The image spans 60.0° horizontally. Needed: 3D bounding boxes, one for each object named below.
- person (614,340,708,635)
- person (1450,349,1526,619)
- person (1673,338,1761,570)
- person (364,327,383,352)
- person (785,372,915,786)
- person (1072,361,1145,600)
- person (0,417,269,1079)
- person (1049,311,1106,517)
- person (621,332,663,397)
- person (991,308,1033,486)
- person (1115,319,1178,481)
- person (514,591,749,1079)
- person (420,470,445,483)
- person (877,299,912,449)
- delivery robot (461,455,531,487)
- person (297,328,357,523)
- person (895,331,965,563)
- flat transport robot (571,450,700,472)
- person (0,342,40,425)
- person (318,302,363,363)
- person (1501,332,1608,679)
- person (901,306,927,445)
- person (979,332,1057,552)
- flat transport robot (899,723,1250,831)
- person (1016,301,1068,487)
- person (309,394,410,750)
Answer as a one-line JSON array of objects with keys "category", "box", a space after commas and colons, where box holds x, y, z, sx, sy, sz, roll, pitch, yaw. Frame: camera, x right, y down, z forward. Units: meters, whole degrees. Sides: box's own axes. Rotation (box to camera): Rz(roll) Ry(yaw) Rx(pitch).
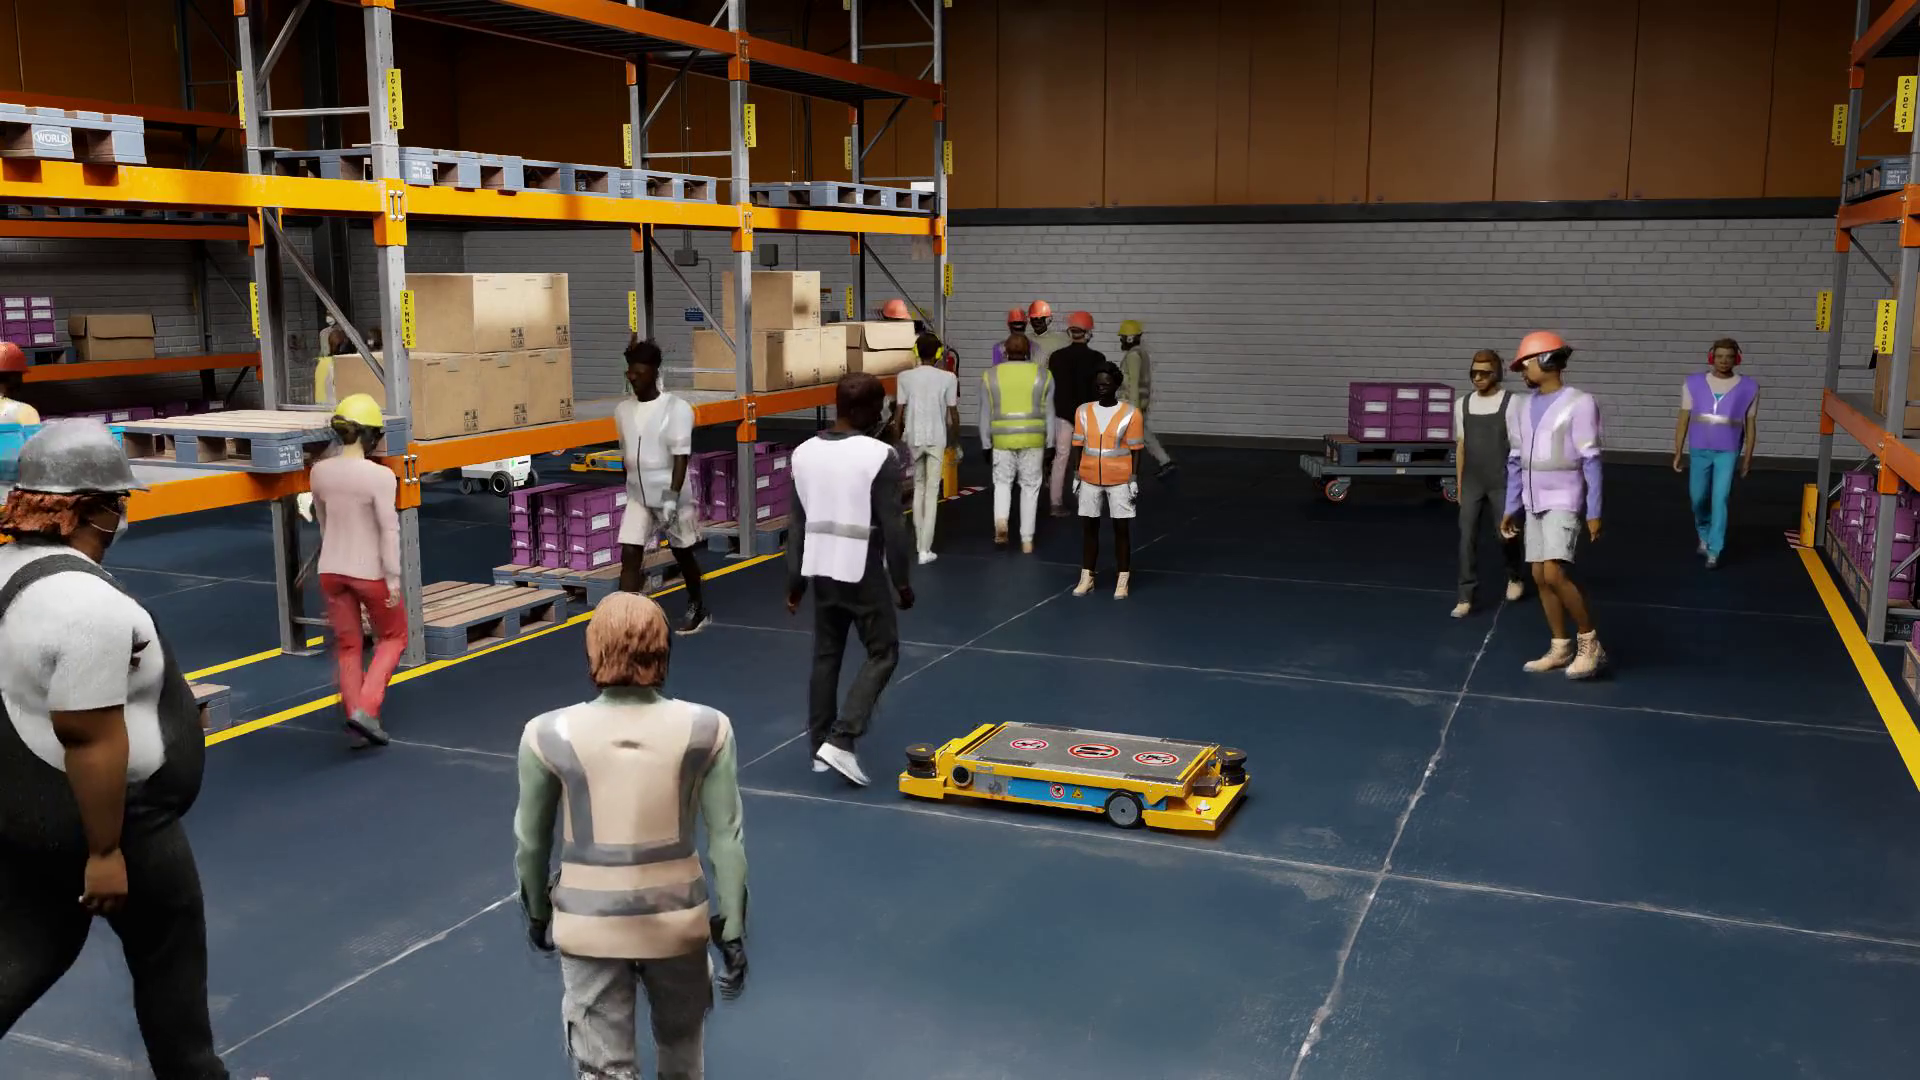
[{"category": "person", "box": [-1.911, -0.285, 10.384, 0.603, 1.914, 1.029, 4, 10, 22]}, {"category": "person", "box": [3.646, -0.400, 11.367, 0.550, 1.818, 0.850, 7, 12, 37]}, {"category": "person", "box": [6.032, -0.713, 13.261, 0.572, 1.814, 0.865, 6, 11, 33]}, {"category": "person", "box": [-7.184, -1.841, 20.643, 0.517, 1.621, 0.560, 4, 10, 25]}, {"category": "person", "box": [-0.550, 0.179, 7.599, 0.633, 1.893, 0.496, 6, 11, 34]}, {"category": "person", "box": [1.042, -0.424, 11.851, 0.535, 1.697, 0.318, 4, 10, 22]}, {"category": "person", "box": [-2.348, 0.659, 4.247, 0.681, 2.000, 0.945, 7, 12, 36]}, {"category": "person", "box": [1.105, -1.190, 15.769, 0.631, 1.945, 1.010, 5, 10, 26]}, {"category": "person", "box": [-3.957, -1.819, 20.591, 0.513, 1.610, 0.635, -5, 11, -29]}, {"category": "person", "box": [0.612, -1.534, 17.910, 0.570, 1.913, 0.446, 0, 9, 2]}, {"category": "person", "box": [1.967, -1.519, 18.221, 0.859, 1.797, 0.617, 3, 10, 19]}, {"category": "person", "box": [-0.780, 0.924, 3.945, 0.519, 1.613, 0.637, -3, 10, -17]}, {"category": "person", "box": [-5.935, -1.492, 17.876, 0.603, 1.839, 0.943, 8, 12, 38]}, {"category": "person", "box": [-0.798, -1.627, 18.196, 0.601, 2.013, 0.647, -1, 9, -7]}, {"category": "delivery robot", "box": [-4.817, -0.790, 17.236, 0.707, 0.478, 0.477, 4, 10, 22]}, {"category": "person", "box": [-5.625, -0.983, 14.894, 0.643, 1.825, 0.626, -8, 12, -39]}, {"category": "person", "box": [-0.232, -0.762, 13.473, 0.506, 1.842, 0.793, 3, 10, 16]}, {"category": "flat transport robot", "box": [-3.658, -0.890, 18.983, 1.431, 0.197, 0.652, 4, 10, 22]}, {"category": "person", "box": [-5.643, -0.206, 9.861, 0.562, 1.924, 0.487, 4, 10, 21]}, {"category": "person", "box": [-7.422, -1.878, 19.934, 0.630, 1.940, 0.372, 4, 10, 22]}, {"category": "person", "box": [3.428, -0.194, 9.597, 0.414, 1.988, 0.727, -3, 10, -20]}, {"category": "person", "box": [-0.546, -1.849, 19.939, 0.992, 1.879, 0.607, 4, 10, 25]}, {"category": "person", "box": [0.483, -0.799, 13.750, 0.632, 1.830, 0.434, 1, 9, 6]}, {"category": "flat transport robot", "box": [0.512, 1.023, 7.392, 1.431, 0.197, 0.652, 4, 10, 22]}, {"category": "person", "box": [0.852, -1.559, 17.831, 0.612, 1.995, 0.382, 4, 10, 22]}, {"category": "person", "box": [-2.920, 0.166, 8.113, 0.518, 1.749, 0.397, 3, 10, 17]}]
